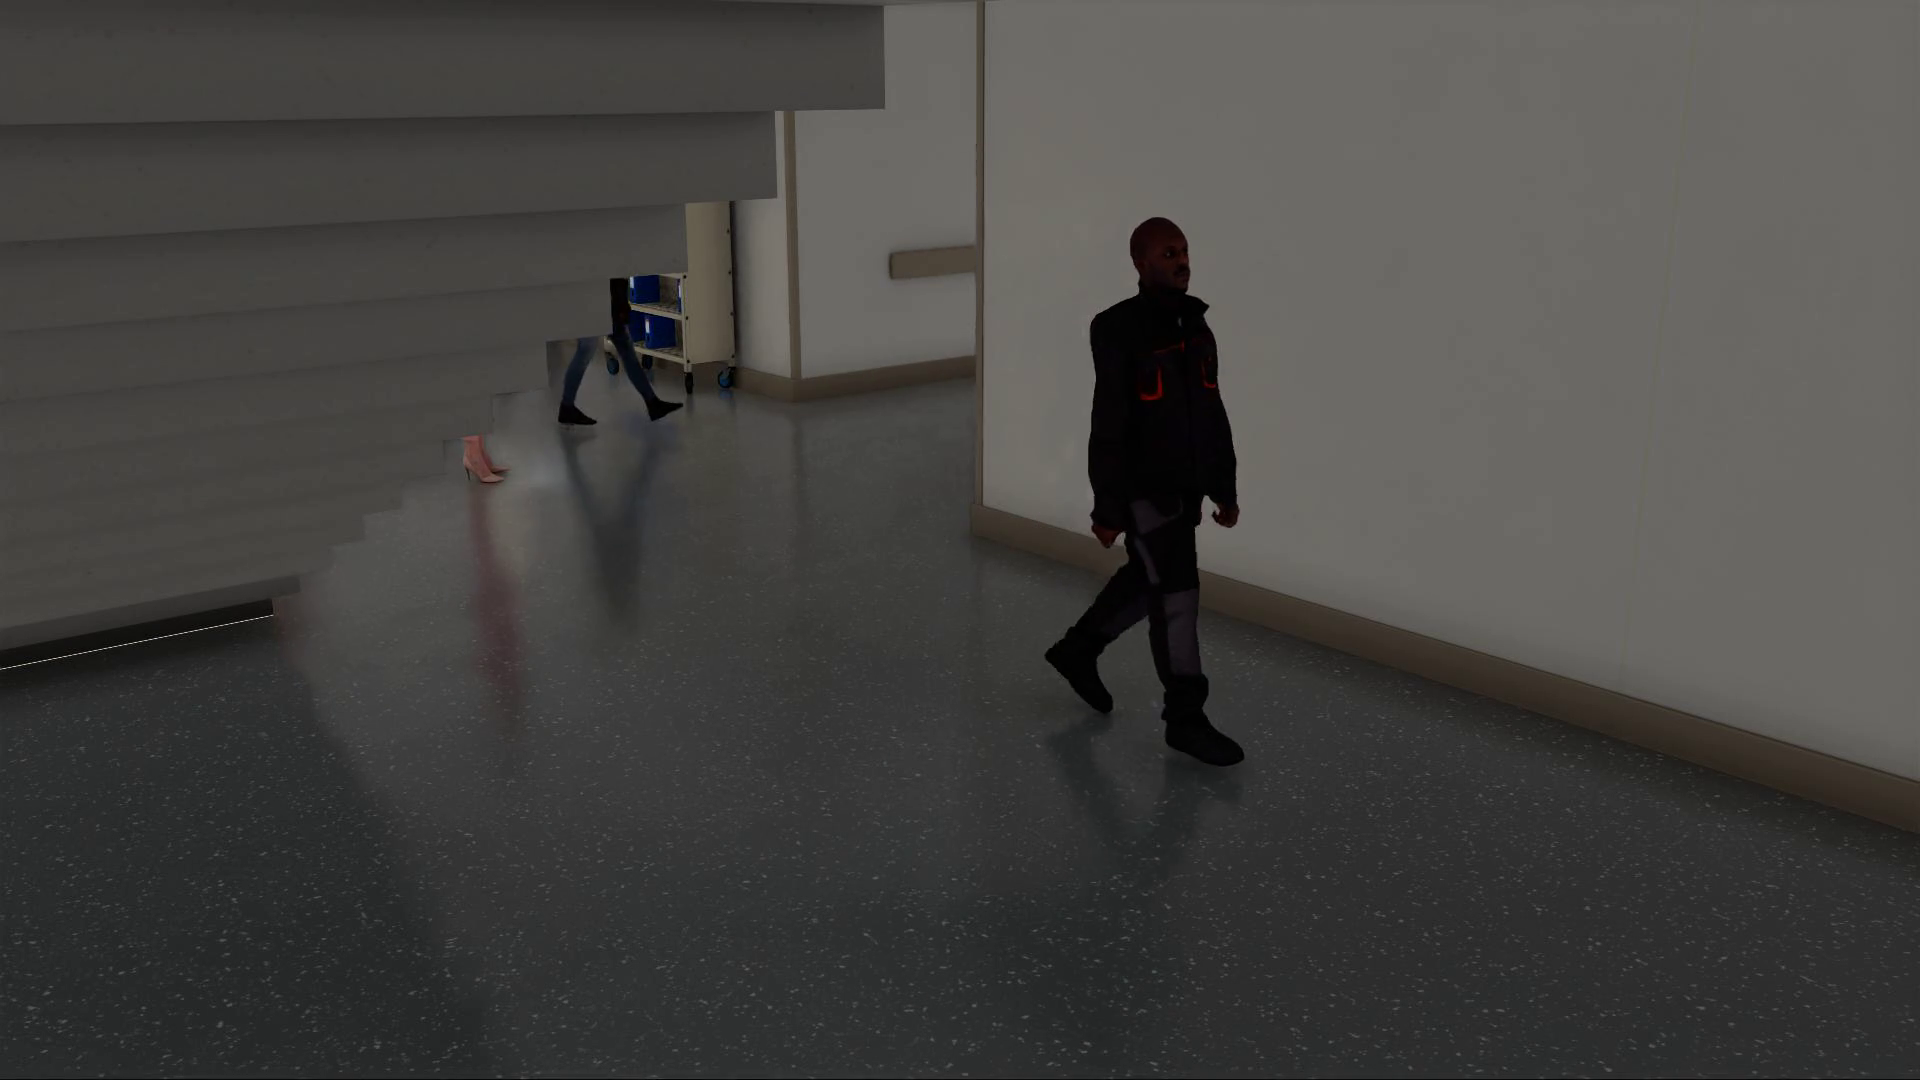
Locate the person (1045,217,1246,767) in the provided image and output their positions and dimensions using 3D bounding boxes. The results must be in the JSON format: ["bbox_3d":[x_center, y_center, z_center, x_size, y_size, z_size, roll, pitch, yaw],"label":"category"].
[{"bbox_3d":[0.609,-0.205,5.749,1.207,1.816,0.788,14,21,41],"label":"person"}]
